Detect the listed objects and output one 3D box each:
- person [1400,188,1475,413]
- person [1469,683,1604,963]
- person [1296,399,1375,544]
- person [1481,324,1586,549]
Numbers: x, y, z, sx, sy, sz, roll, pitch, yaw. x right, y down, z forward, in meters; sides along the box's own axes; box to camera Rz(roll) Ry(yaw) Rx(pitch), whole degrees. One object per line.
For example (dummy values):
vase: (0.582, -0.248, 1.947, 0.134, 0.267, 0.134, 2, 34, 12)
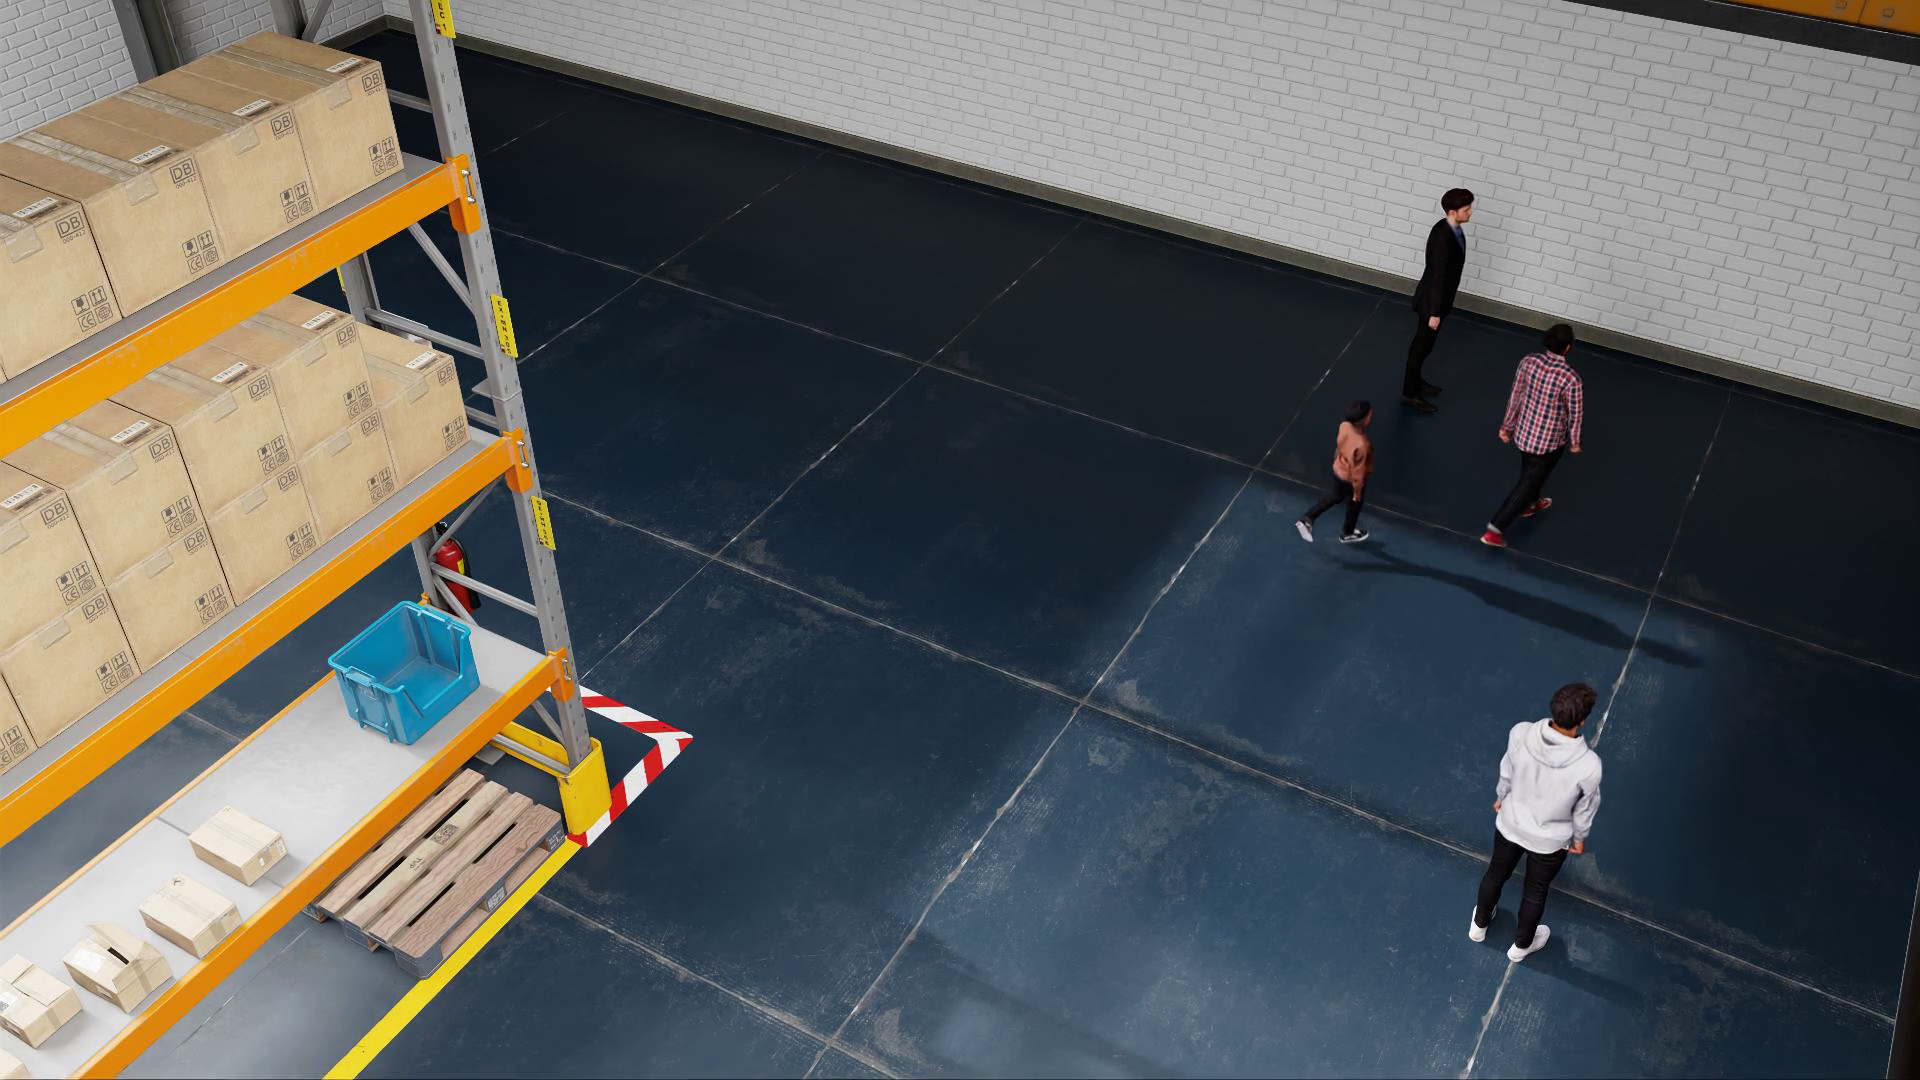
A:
person: (3.749, -1.915, 13.112, 0.798, 1.892, 0.599, 12, 40, 15)
person: (3.050, 1.500, 8.805, 0.708, 1.931, 0.645, 26, 45, 29)
person: (2.707, -0.456, 11.807, 0.882, 1.240, 0.808, -11, 40, -13)
person: (4.043, -0.706, 11.718, 1.243, 1.742, 1.030, -22, 43, -25)
